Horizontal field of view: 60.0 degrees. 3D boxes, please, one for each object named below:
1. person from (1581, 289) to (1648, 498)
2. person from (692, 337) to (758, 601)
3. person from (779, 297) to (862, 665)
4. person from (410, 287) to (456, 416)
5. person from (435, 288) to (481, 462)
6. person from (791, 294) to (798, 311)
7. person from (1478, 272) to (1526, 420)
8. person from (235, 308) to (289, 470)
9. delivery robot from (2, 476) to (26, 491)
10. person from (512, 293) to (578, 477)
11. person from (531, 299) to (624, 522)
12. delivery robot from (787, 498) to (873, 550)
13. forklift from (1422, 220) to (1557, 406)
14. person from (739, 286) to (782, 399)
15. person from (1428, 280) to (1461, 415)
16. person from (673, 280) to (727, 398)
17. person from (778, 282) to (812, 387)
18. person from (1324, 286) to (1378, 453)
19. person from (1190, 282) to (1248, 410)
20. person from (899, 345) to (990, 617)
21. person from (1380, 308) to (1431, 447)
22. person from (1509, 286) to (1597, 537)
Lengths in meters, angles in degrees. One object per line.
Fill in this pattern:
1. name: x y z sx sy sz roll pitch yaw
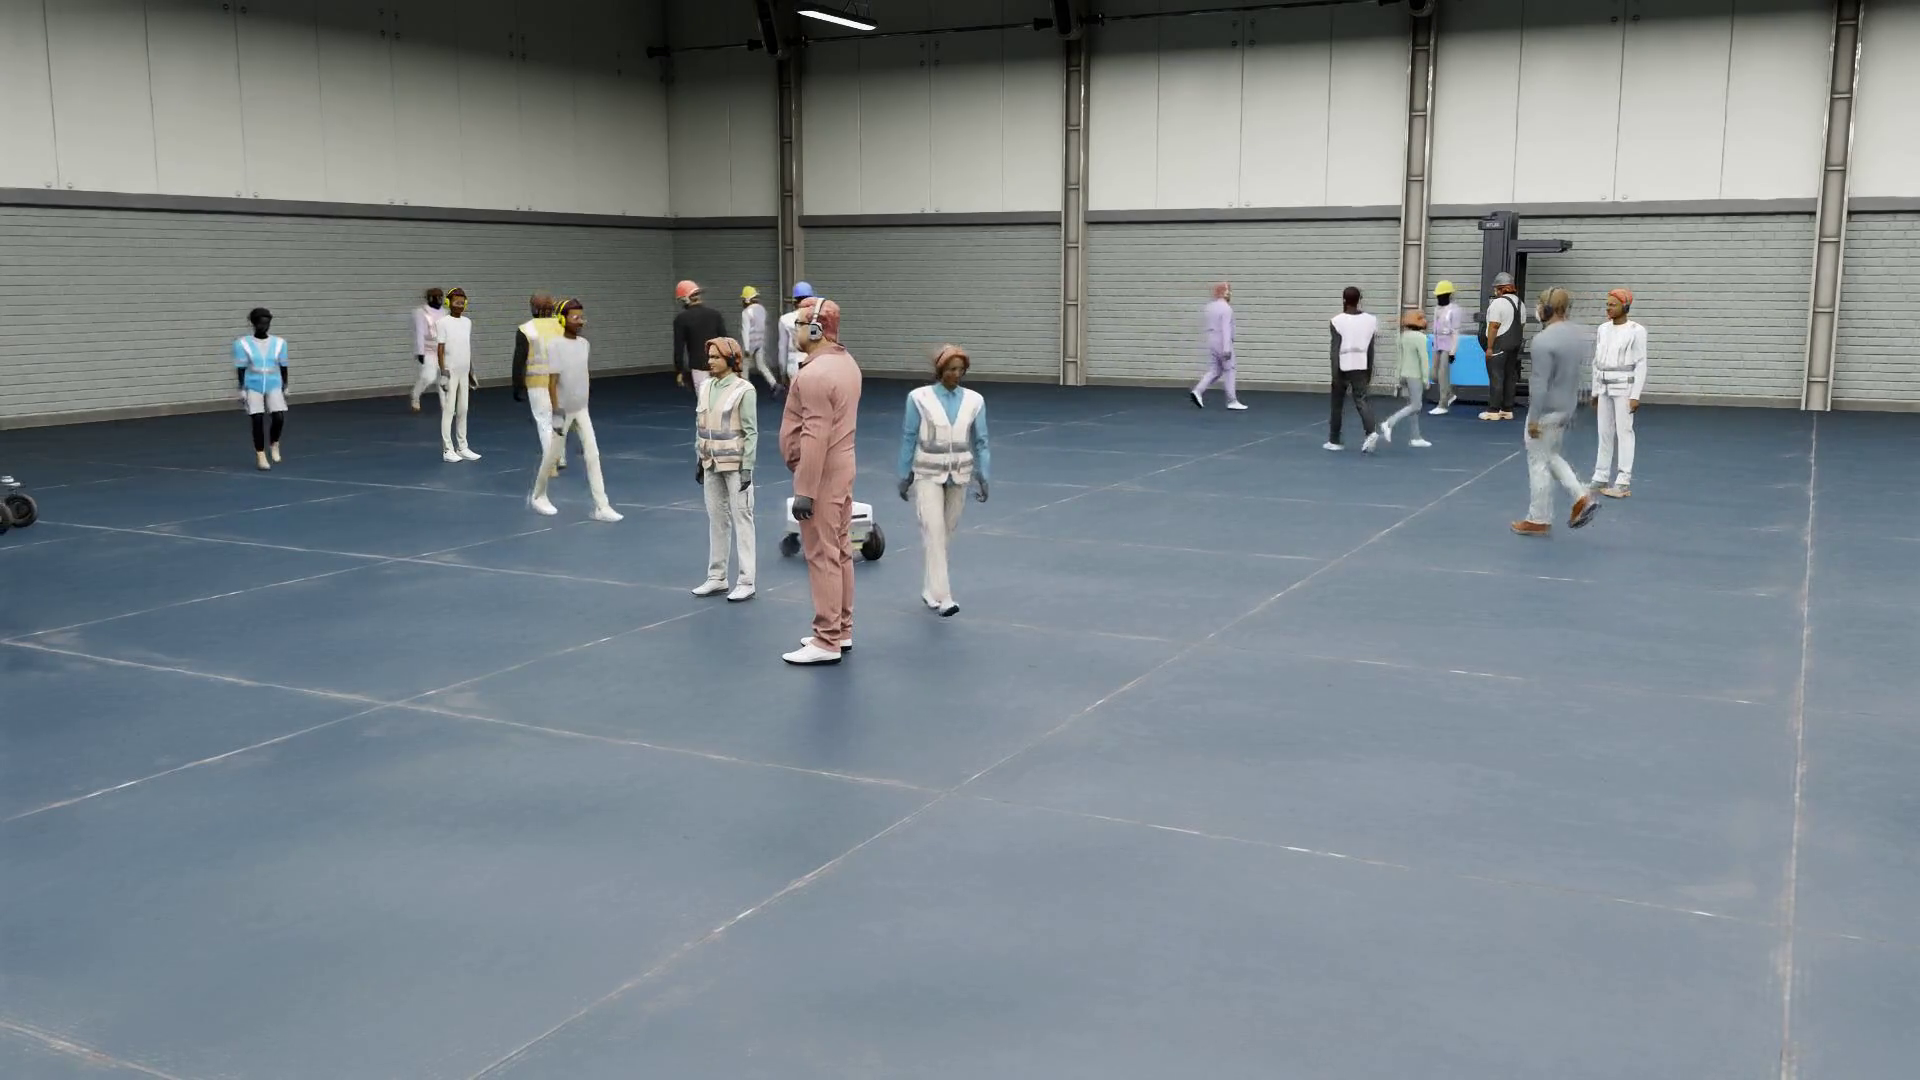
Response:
1. person: 5.980 -1.340 15.168 0.362 1.882 0.576 -4 10 -21
2. person: -1.463 -0.449 10.420 0.513 1.641 0.307 7 12 38
3. person: -0.744 -0.314 8.753 0.409 1.913 0.642 2 9 11
4. person: -7.486 -2.676 23.578 0.673 1.821 0.632 6 11 32
5. person: -5.435 -1.787 17.999 0.328 1.862 0.517 5 10 26
6. person: -2.406 -2.926 25.331 0.539 1.751 0.436 -4 10 -25
7. person: 7.492 -2.683 23.096 0.679 2.000 0.536 -7 12 -38
8. person: -7.212 -1.565 17.209 0.542 1.675 0.396 -6 11 -34
9. delivery robot: -7.801 -0.506 13.151 0.698 0.223 0.335 0 9 -3
10. person: -4.170 -1.554 16.657 0.667 1.822 0.556 -7 12 -38
11. person: -3.262 -1.085 13.826 0.999 1.830 0.530 6 11 34
12. delivery robot: -0.938 -0.177 11.919 0.477 0.478 0.707 -7 12 -37
13. forklift: 8.245 -3.527 25.720 1.873 2.768 1.129 5 10 27
14. person: -3.231 -3.098 26.227 0.785 1.810 0.591 6 11 31
15. person: 6.886 -2.732 23.677 0.481 1.907 0.615 -3 10 -16
16. person: -2.884 -1.921 18.602 0.638 1.931 0.735 -9 13 -43
17. person: -1.686 -1.849 18.169 0.600 1.923 0.464 -4 10 -22
18. person: 4.465 -1.936 18.865 0.598 1.893 0.934 -2 10 -15
19. person: 3.853 -2.866 24.571 0.781 1.886 0.664 -3 10 -15
20. person: -0.062 -0.339 9.849 0.527 1.589 0.848 -4 10 -22
21. person: 5.207 -1.882 19.313 0.629 1.615 0.499 -2 9 -11
22. person: 4.577 -0.981 12.812 0.646 1.929 0.536 -8 12 -42
